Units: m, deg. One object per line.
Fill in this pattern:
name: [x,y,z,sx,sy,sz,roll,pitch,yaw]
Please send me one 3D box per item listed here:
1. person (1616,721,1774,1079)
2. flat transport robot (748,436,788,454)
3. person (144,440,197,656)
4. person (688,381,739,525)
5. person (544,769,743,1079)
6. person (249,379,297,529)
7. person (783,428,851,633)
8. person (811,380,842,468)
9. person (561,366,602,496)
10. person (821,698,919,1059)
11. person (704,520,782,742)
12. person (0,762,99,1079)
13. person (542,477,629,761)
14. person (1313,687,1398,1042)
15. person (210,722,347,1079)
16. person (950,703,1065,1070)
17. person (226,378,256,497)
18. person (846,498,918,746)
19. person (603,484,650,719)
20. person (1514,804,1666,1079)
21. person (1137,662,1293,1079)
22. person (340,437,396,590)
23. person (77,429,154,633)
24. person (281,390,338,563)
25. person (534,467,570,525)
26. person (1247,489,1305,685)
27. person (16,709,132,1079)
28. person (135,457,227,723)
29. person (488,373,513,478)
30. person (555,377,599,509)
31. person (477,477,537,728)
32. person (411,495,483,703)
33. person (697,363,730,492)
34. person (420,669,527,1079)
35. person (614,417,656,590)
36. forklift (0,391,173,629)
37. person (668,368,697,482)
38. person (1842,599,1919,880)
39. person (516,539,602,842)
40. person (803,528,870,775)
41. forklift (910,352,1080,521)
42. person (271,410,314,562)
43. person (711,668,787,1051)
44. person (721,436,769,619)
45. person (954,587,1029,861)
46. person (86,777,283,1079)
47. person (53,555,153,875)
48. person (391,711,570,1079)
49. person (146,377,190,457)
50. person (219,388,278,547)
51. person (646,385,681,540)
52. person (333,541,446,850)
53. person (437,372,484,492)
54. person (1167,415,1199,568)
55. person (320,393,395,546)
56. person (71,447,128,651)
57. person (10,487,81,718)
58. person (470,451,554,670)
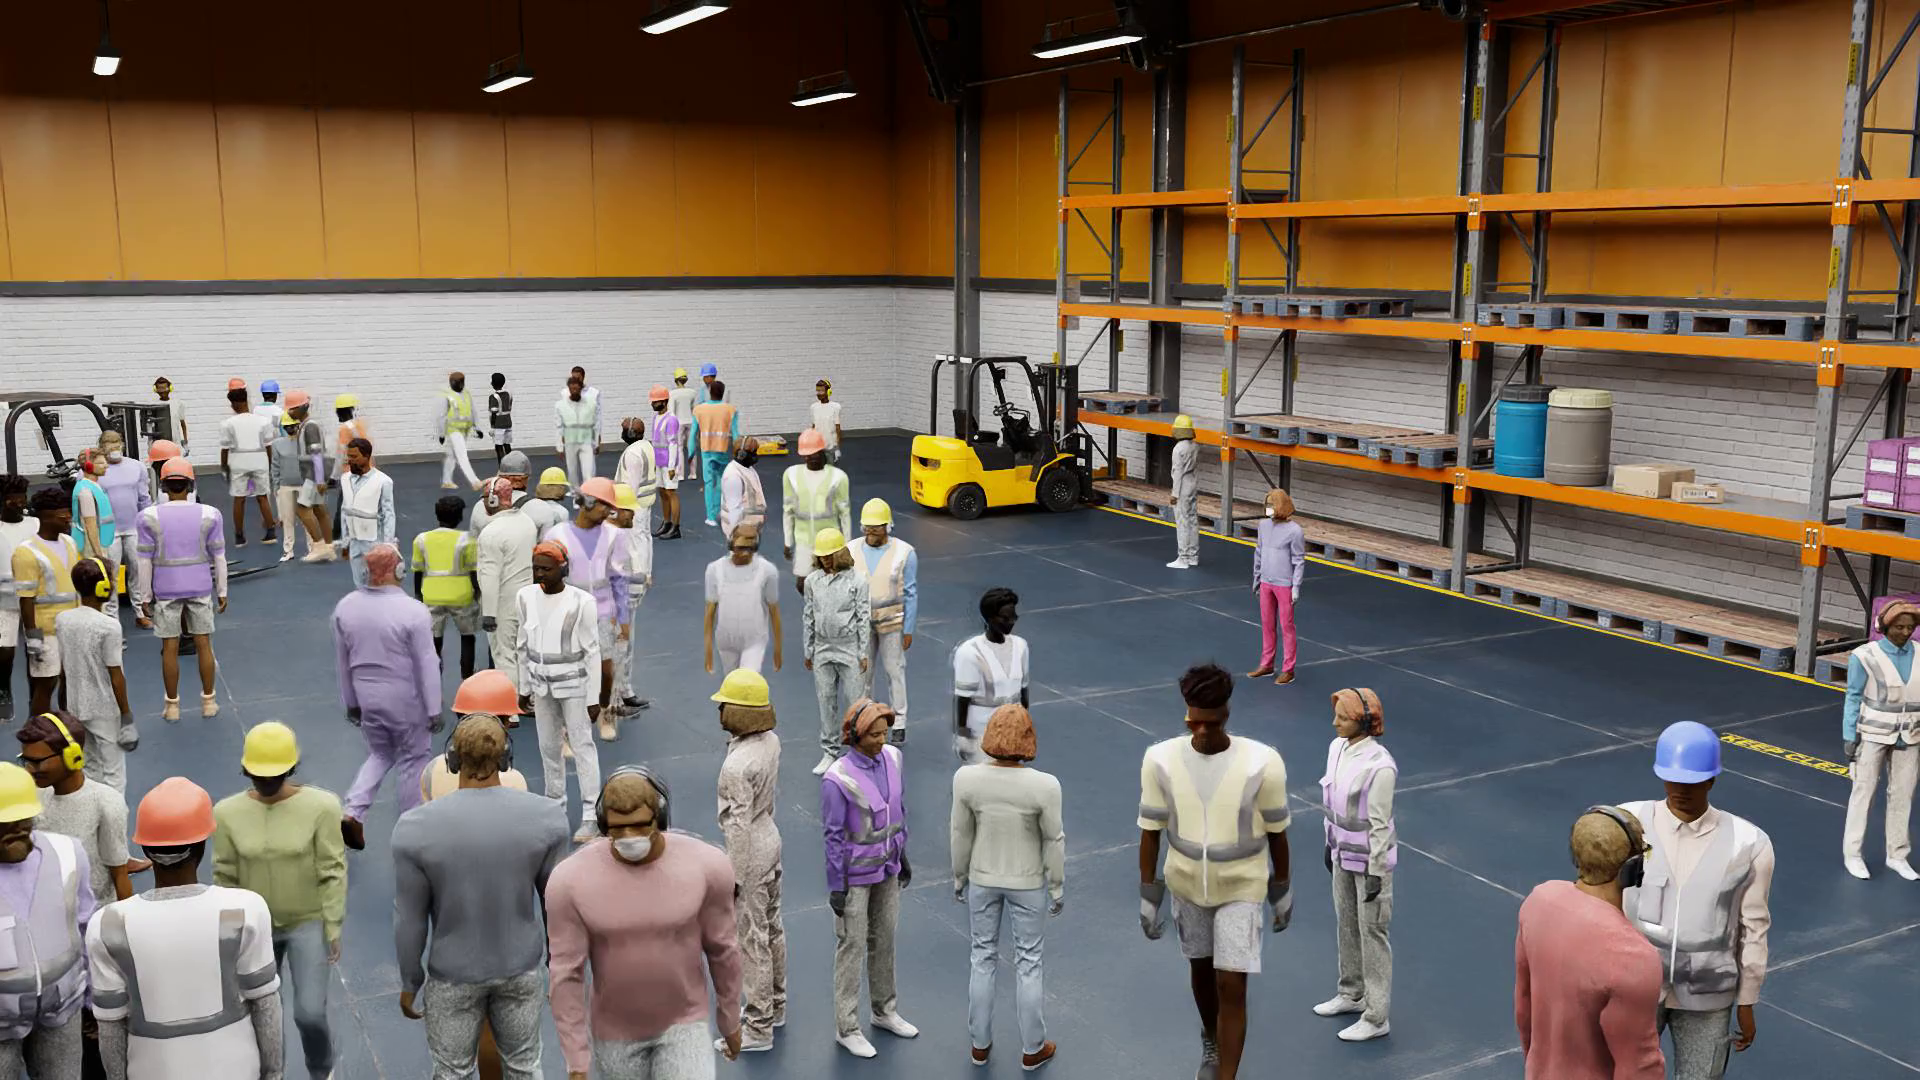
person: [2.558,1.590,5.979,0.605,1.948,0.391,4,11,24]
flat transport robot: [-3.490,-1.713,29.814,0.652,0.197,1.431,-2,10,-13]
person: [-6.983,0.068,14.799,0.387,1.929,0.547,0,10,-2]
person: [-3.255,-1.157,21.995,0.705,1.871,0.757,-1,10,-6]
person: [-1.039,1.689,5.527,0.638,1.901,0.869,-1,10,-7]
person: [-8.882,-1.102,21.509,0.605,1.939,0.415,3,10,15]
person: [-1.281,-0.013,14.995,0.629,2.021,0.539,1,10,7]
person: [-1.822,-1.252,22.608,0.500,1.861,0.328,5,11,28]
person: [-5.550,-1.593,24.388,0.597,1.916,0.371,1,10,3]
person: [-0.419,1.494,7.441,0.324,1.630,0.520,7,12,35]
person: [-1.482,0.725,11.469,0.511,1.794,0.967,1,10,7]
person: [-3.335,1.665,5.899,0.403,1.826,0.595,8,13,40]
person: [-2.723,0.540,11.937,0.680,1.989,0.549,-7,12,-36]
person: [1.820,1.466,7.611,0.318,1.629,0.508,-3,10,-16]
person: [-2.743,1.563,6.723,0.544,1.744,0.446,-1,10,-6]
person: [0.211,1.516,7.306,0.508,1.632,0.265,3,10,16]
person: [-10.518,-1.511,24.426,0.389,1.738,0.579,-4,11,-20]
person: [-0.601,0.595,12.057,0.595,1.826,0.403,2,10,14]
person: [-2.618,0.467,12.818,0.403,1.819,0.601,0,10,2]
person: [1.933,1.745,5.108,0.359,1.939,0.635,-2,10,-11]
person: [1.007,1.455,6.817,0.613,1.917,0.933,4,11,23]
person: [-5.371,0.021,15.095,0.596,1.918,0.384,5,11,26]
person: [-7.924,-0.083,15.669,0.379,1.931,0.635,9,13,42]
person: [-7.471,-0.718,19.093,0.560,2.005,0.635,-4,11,-23]
person: [-3.505,0.238,14.367,0.487,1.737,0.321,8,12,37]
person: [2.637,0.381,13.838,0.266,1.631,0.507,-7,12,-36]
person: [-3.393,1.559,6.434,0.532,1.855,0.348,5,11,25]
person: [-5.938,0.379,12.726,0.612,2.031,0.403,-6,11,-30]
person: [-7.196,-1.769,26.035,0.316,1.696,0.541,3,10,16]
person: [-5.256,-1.304,22.878,0.600,1.858,0.998,-3,10,-19]
person: [-3.446,0.468,12.588,0.399,1.900,0.648,2,10,14]
person: [-4.044,0.481,13.110,0.573,1.675,0.358,1,10,5]
person: [-3.673,-1.657,24.714,0.613,1.941,0.414,6,12,31]
person: [-1.909,1.476,6.741,0.547,1.920,0.420,7,12,34]
person: [-3.451,-0.387,17.664,0.429,1.844,0.627,0,10,3]
forklift: [-9.026,-0.363,16.508,1.214,2.155,2.313,6,11,29]
person: [-4.349,-1.798,26.005,0.533,1.767,0.323,-9,14,-43]
person: [5.296,1.136,9.508,0.527,1.630,0.314,0,10,-2]
person: [-2.427,0.913,10.117,0.591,1.873,0.372,5,11,25]
person: [-0.851,0.766,11.351,0.489,1.728,0.323,3,10,18]
forklift: [0.460,-1.461,22.833,2.313,2.155,1.214,-5,11,-28]
person: [-7.693,-0.627,19.265,0.527,1.768,0.314,-2,10,-9]
person: [-0.956,1.427,7.496,0.284,1.746,0.489,2,10,10]
person: [-2.068,-0.085,15.971,0.429,1.831,0.635,1,10,6]
person: [0.205,1.095,9.565,0.558,1.679,0.370,-9,13,-42]
person: [-2.454,1.706,5.339,0.543,1.939,0.355,-3,10,-18]
person: [-4.940,1.016,9.546,0.526,1.860,0.321,5,11,26]
person: [-1.735,1.579,6.117,0.635,1.927,0.372,-4,11,-24]
person: [-10.926,-1.318,22.946,0.534,1.868,0.310,-5,11,-24]
person: [-8.656,-0.879,20.217,0.617,1.940,0.436,-6,11,-29]
person: [-3.705,-0.967,20.759,0.388,1.930,0.544,-7,12,-35]
person: [-3.366,0.953,9.826,0.661,1.892,0.583,4,11,21]
person: [-7.479,-1.628,24.969,0.996,1.779,0.637,4,11,21]
person: [2.532,-0.553,18.901,0.322,1.742,0.493,7,12,36]
person: [-7.352,-0.833,20.144,0.971,1.881,0.604,-1,10,-6]
person: [-7.761,0.086,14.926,0.390,1.846,0.564,-5,11,-26]
person: [-6.349,0.599,11.674,0.379,1.958,0.613,1,10,4]
person: [-3.488,0.289,13.197,0.685,2.000,0.535,2,10,11]
